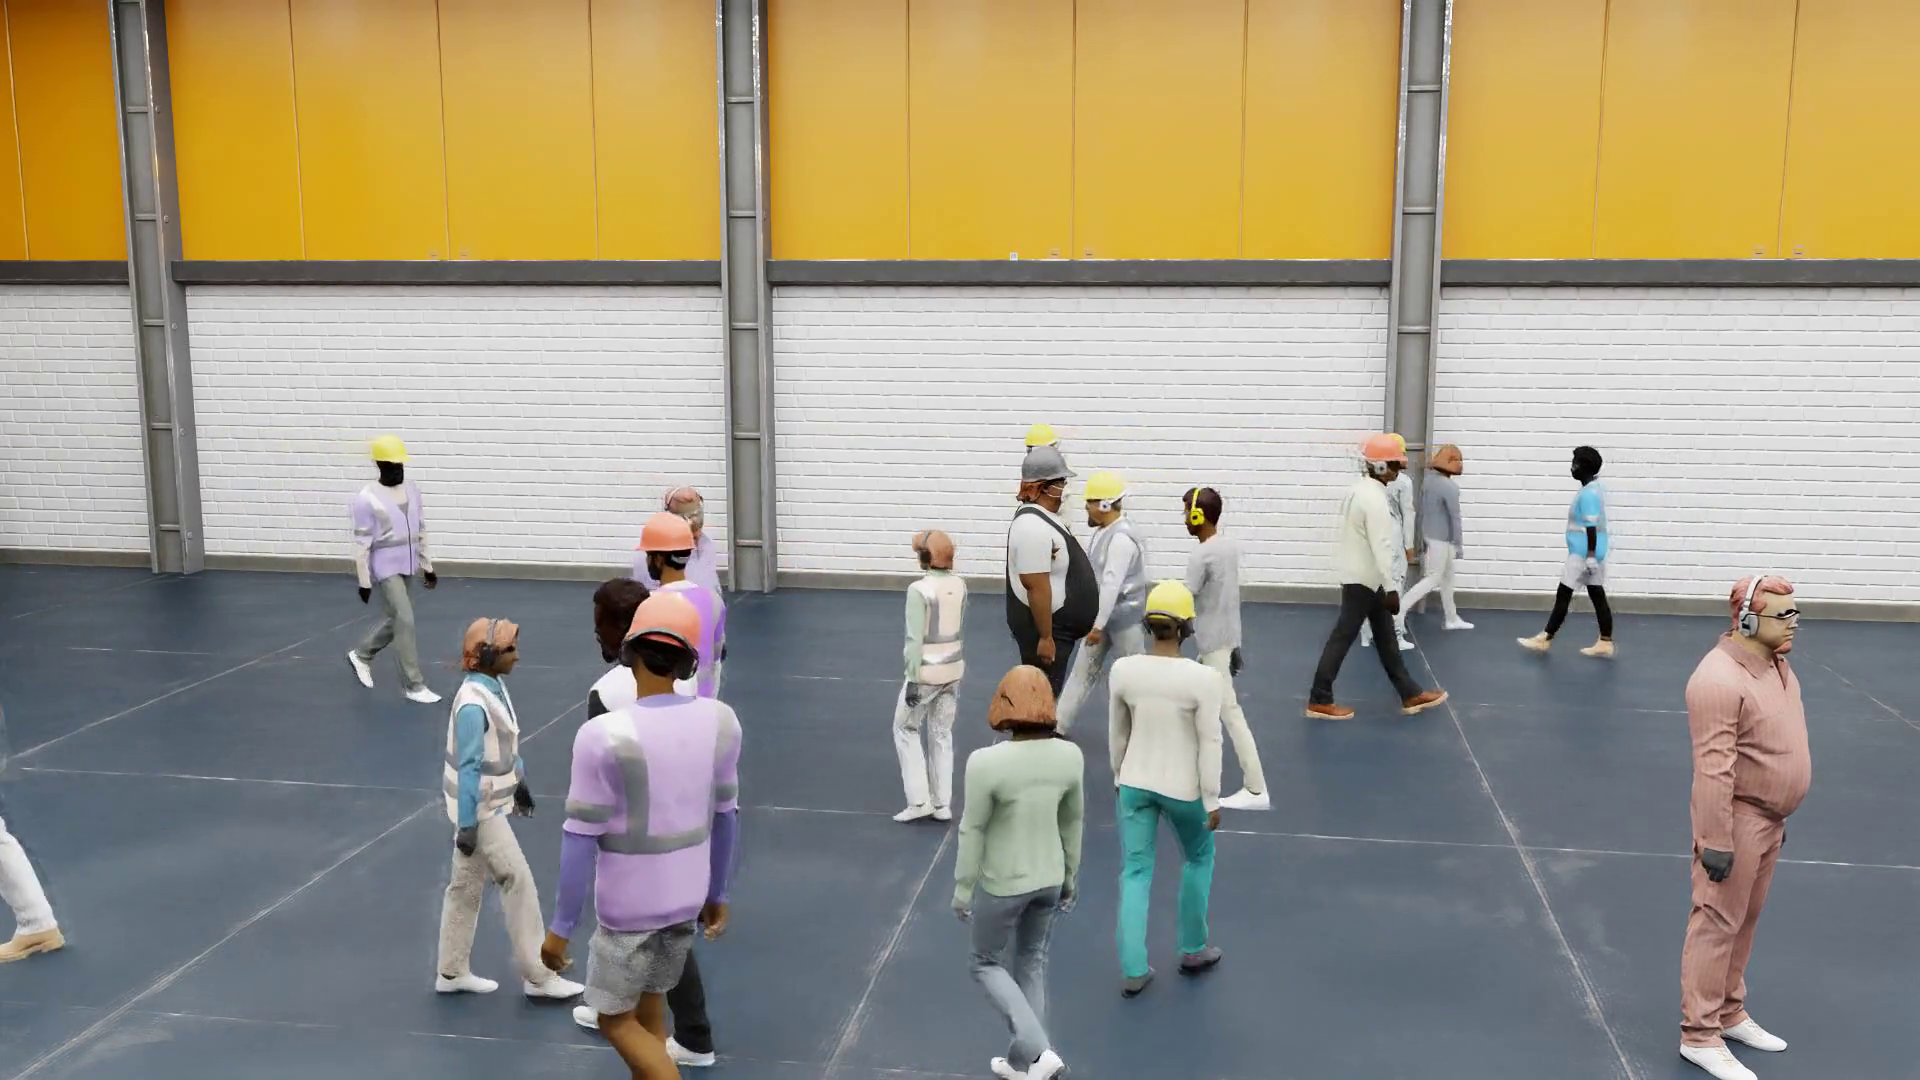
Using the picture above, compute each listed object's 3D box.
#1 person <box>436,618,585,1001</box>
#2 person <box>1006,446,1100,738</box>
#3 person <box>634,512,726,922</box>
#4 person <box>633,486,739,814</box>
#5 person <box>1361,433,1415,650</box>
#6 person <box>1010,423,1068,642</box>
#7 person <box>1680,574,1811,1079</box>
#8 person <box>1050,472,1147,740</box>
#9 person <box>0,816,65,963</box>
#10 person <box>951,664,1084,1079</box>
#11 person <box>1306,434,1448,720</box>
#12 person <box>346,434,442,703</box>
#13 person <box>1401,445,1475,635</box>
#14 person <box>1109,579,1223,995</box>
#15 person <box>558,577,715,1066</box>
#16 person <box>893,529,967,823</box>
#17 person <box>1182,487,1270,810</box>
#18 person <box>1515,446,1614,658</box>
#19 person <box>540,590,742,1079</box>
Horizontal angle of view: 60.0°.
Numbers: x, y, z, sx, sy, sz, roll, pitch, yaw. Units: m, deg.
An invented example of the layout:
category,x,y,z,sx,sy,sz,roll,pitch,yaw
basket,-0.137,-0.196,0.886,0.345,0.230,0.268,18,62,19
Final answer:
category,x,y,z,sx,sy,sz,roll,pitch,yaw
person,-1.871,1.117,6.903,0.733,1.608,0.541,-2,9,-9
person,0.532,0.473,9.576,0.538,2.000,0.684,0,9,1
person,-1.387,0.822,7.791,0.623,1.917,0.586,7,12,39
person,-1.564,0.592,9.493,0.926,1.841,0.709,4,10,21
person,3.438,0.012,13.344,0.306,1.741,0.484,-8,12,-41
person,0.705,-0.039,13.437,0.549,1.815,0.595,4,10,23
person,2.985,1.070,6.309,0.408,1.908,0.645,8,12,42
person,0.894,0.469,10.415,0.976,1.769,0.593,-2,9,-13
person,-4.369,1.007,7.062,0.954,1.796,0.637,-6,11,-31
person,0.244,1.261,6.020,0.517,1.612,0.453,-6,11,-32
person,2.823,0.264,11.165,1.007,1.937,0.645,1,9,8
person,-4.065,0.187,11.781,0.844,1.903,0.587,4,10,21
person,3.957,-0.007,13.901,0.789,1.599,0.499,-1,9,-8
person,0.902,1.028,7.080,0.549,1.742,0.700,5,11,30
person,-1.297,1.075,6.342,0.830,1.884,0.589,3,10,17
person,-0.165,0.753,9.135,0.370,1.633,0.553,7,11,35
person,1.334,0.608,9.457,1.008,1.804,0.532,4,10,24
person,4.782,0.094,13.039,0.807,1.662,0.553,4,10,24
person,-0.991,1.172,5.397,0.635,2.004,0.672,8,12,42
